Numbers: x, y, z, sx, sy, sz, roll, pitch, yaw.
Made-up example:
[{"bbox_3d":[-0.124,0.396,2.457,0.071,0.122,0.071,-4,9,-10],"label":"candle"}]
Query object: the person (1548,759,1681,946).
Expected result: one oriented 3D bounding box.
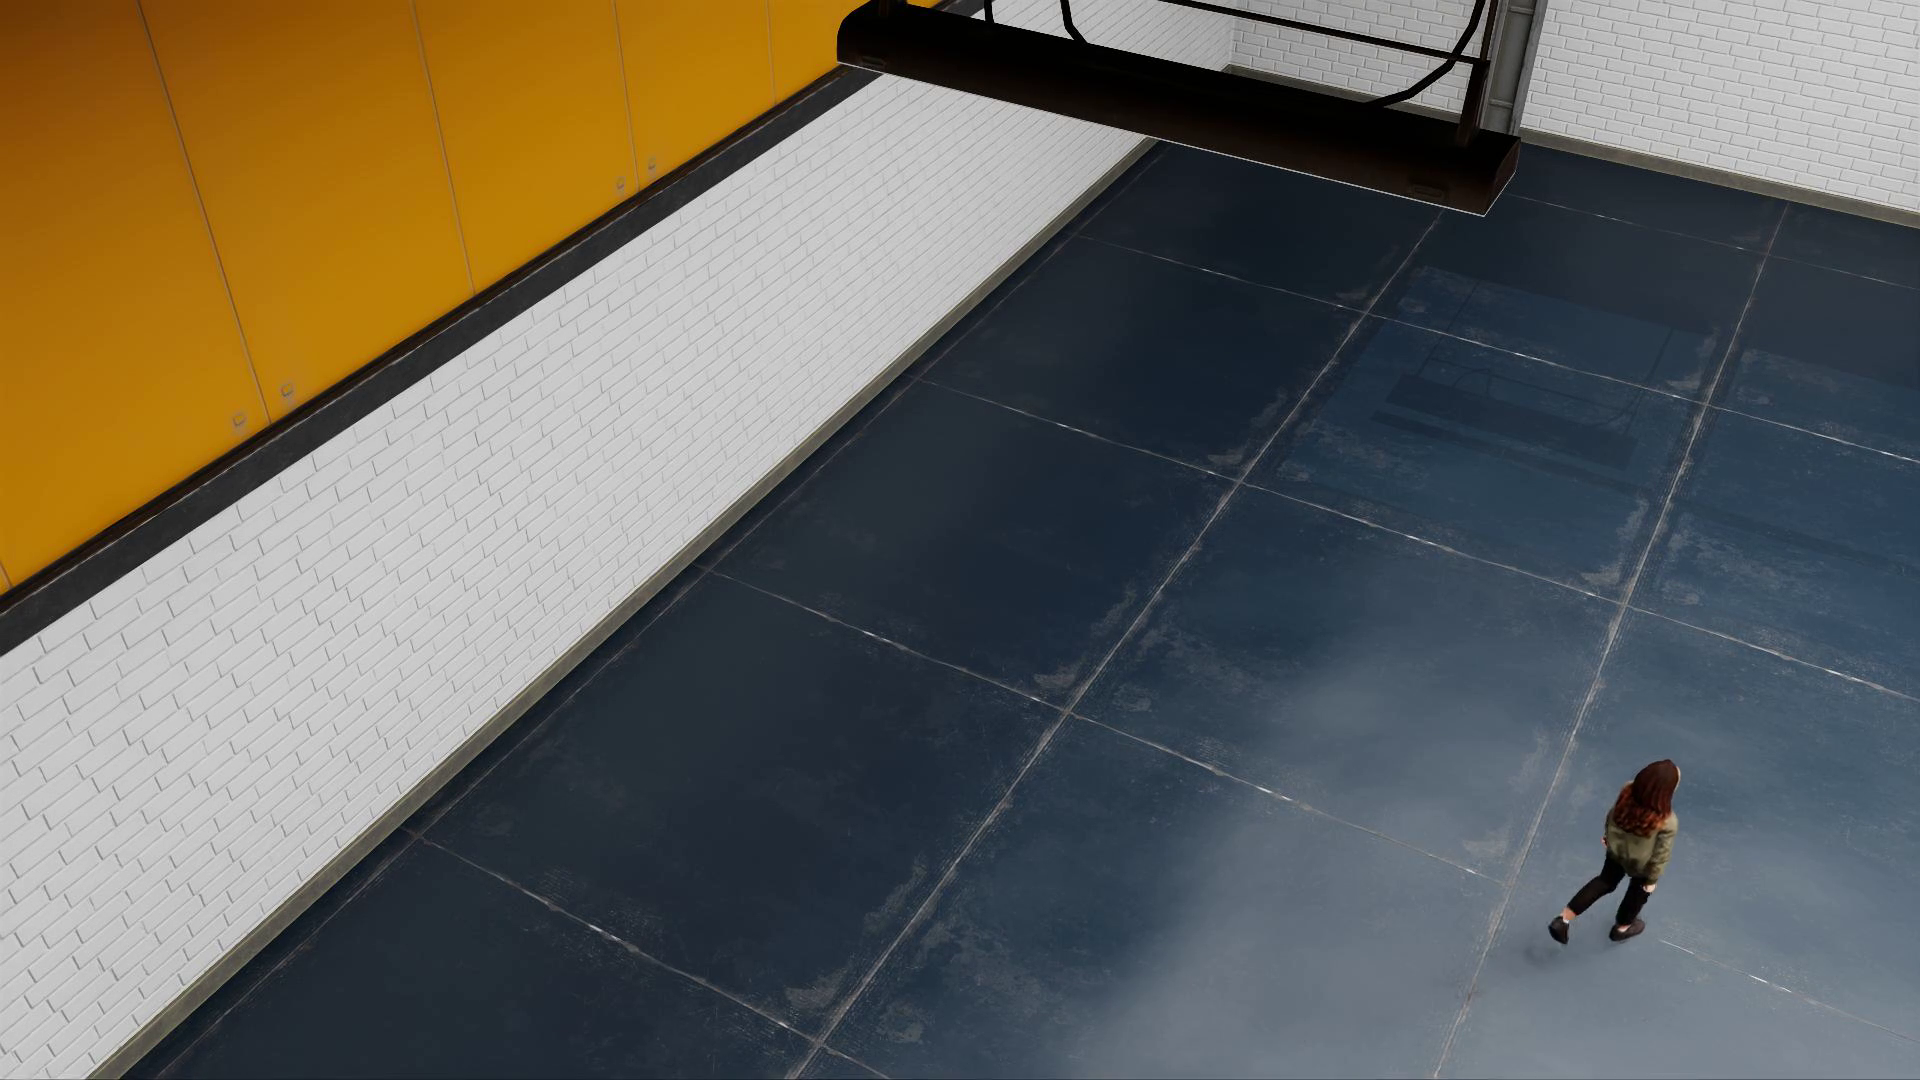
[{"bbox_3d":[3.690,1.780,9.249,0.944,1.459,0.932,-15,41,-18],"label":"person"}]
